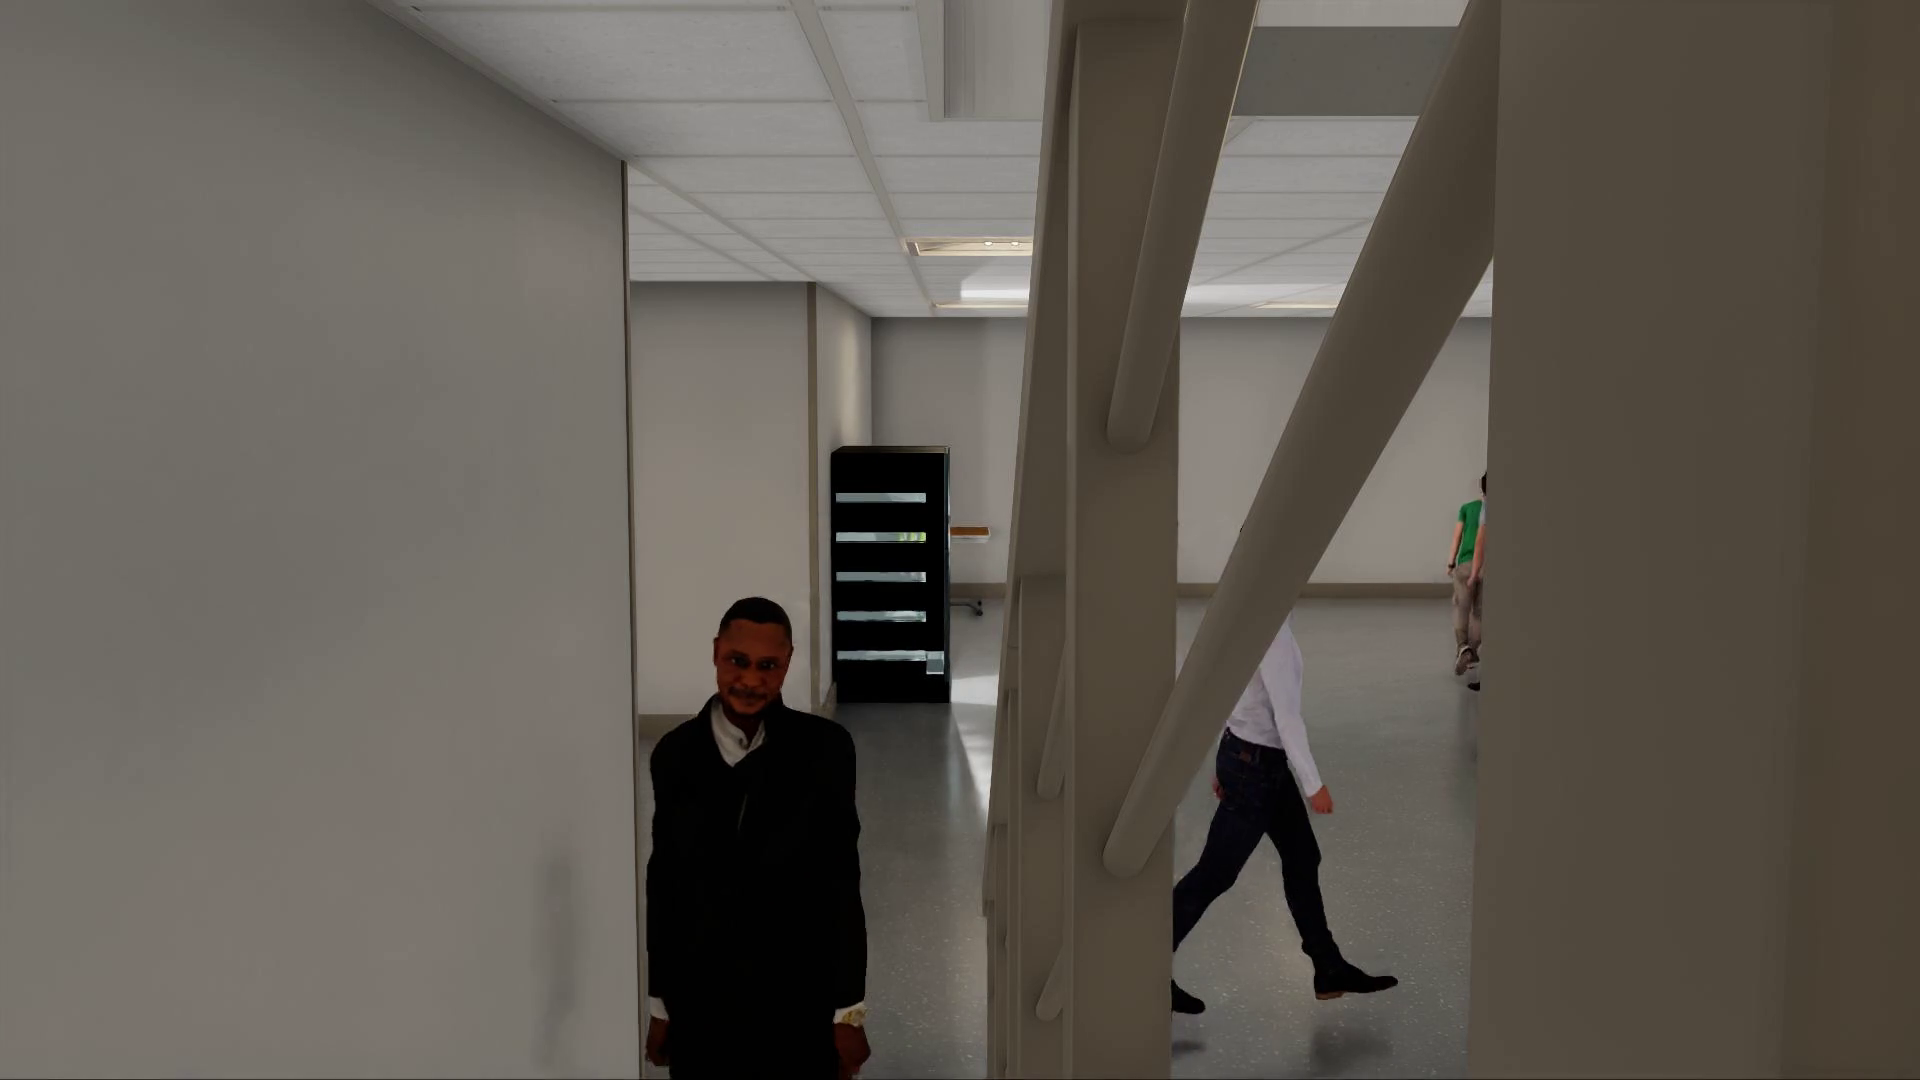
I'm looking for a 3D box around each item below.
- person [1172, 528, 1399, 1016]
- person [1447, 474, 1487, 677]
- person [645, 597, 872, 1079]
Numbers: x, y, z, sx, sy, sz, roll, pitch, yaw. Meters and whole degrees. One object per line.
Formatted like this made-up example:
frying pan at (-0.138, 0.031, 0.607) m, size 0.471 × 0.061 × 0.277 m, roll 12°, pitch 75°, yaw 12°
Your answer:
person at (0.988, 0.866, 6.100) m, size 0.669 × 1.823 × 1.191 m, roll 0°, pitch 6°, yaw -1°
person at (4.109, 0.270, 13.229) m, size 0.914 × 1.620 × 1.164 m, roll 2°, pitch 6°, yaw 19°
person at (-0.450, 1.071, 3.976) m, size 0.858 × 1.879 × 1.092 m, roll 2°, pitch 6°, yaw 15°
